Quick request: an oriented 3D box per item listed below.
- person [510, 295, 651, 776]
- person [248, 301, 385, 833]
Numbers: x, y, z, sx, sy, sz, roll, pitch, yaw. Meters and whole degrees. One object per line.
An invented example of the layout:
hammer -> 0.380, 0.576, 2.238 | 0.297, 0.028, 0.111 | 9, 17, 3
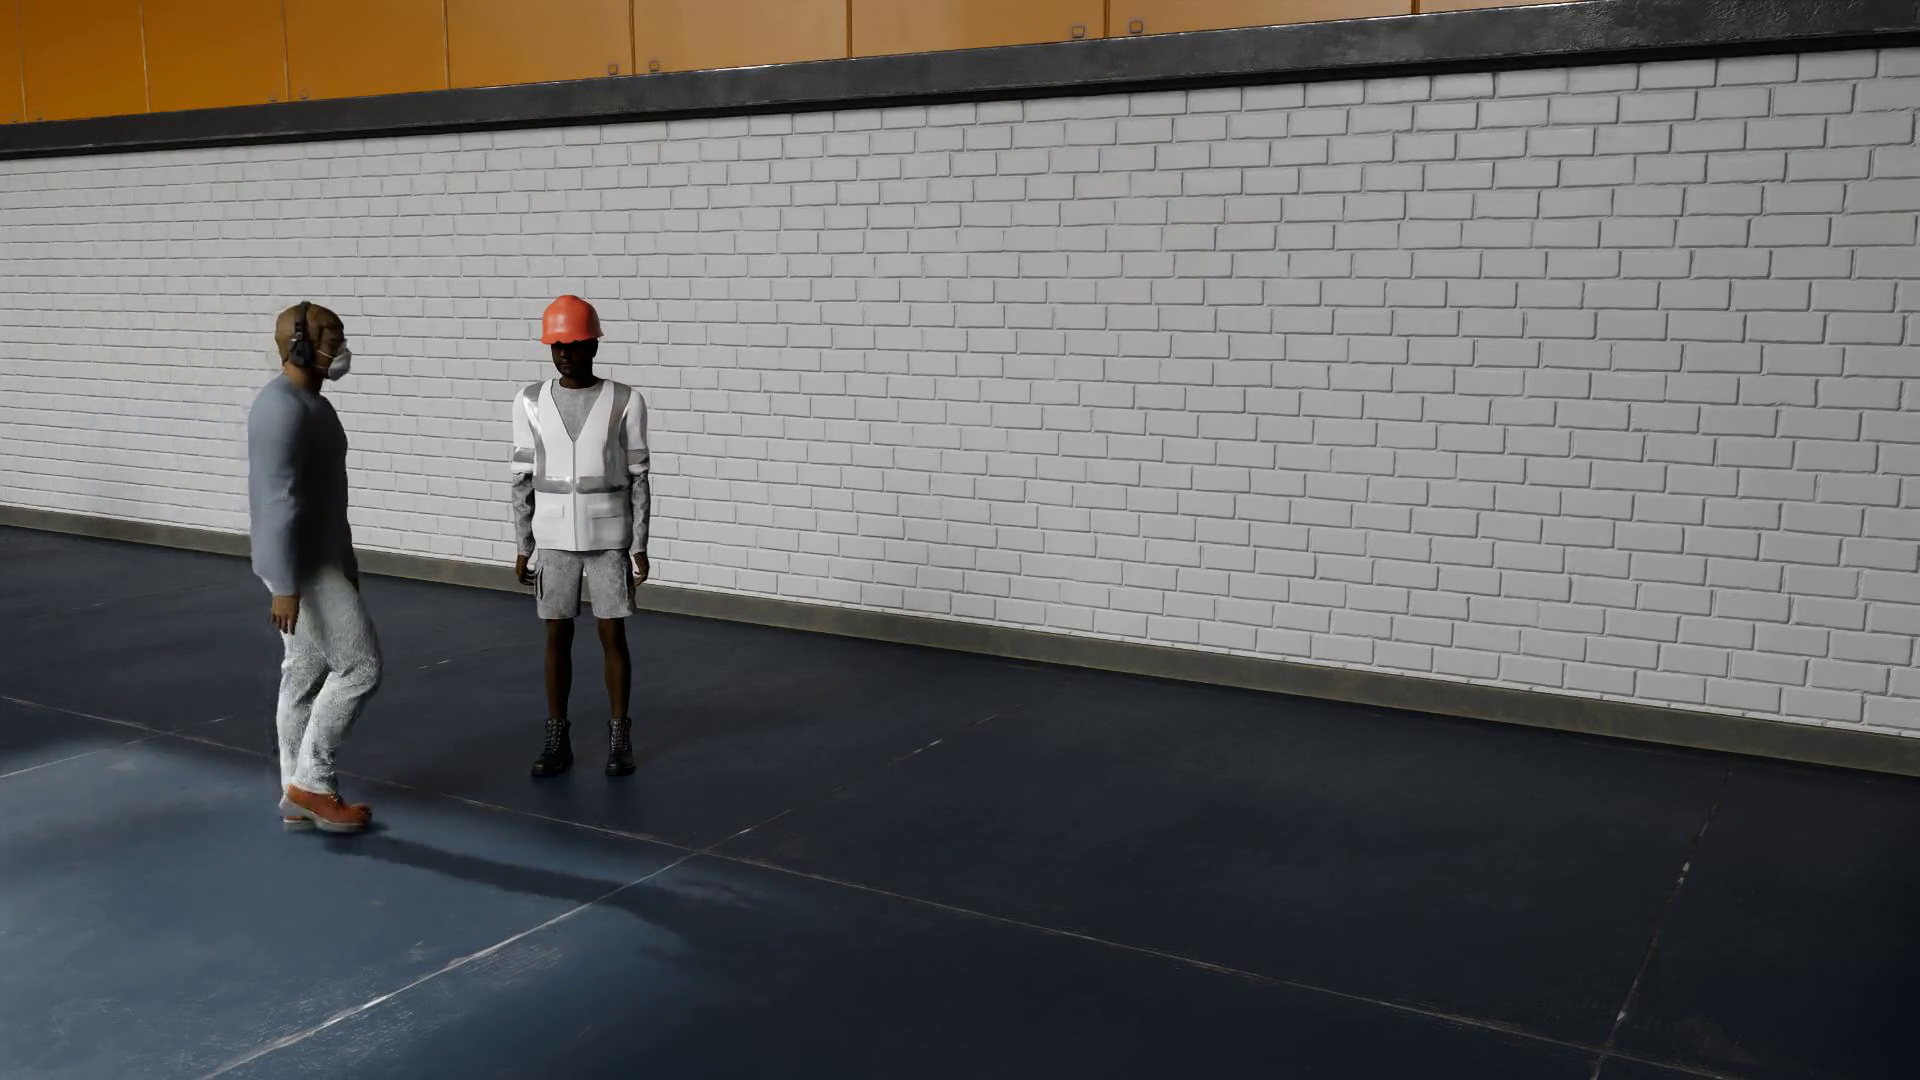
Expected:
person -> -1.518, -0.005, 6.672 | 0.552, 1.936, 0.359 | 0, 9, -3
person -> -2.277, 0.116, 5.955 | 0.472, 1.923, 0.659 | -2, 9, -13
